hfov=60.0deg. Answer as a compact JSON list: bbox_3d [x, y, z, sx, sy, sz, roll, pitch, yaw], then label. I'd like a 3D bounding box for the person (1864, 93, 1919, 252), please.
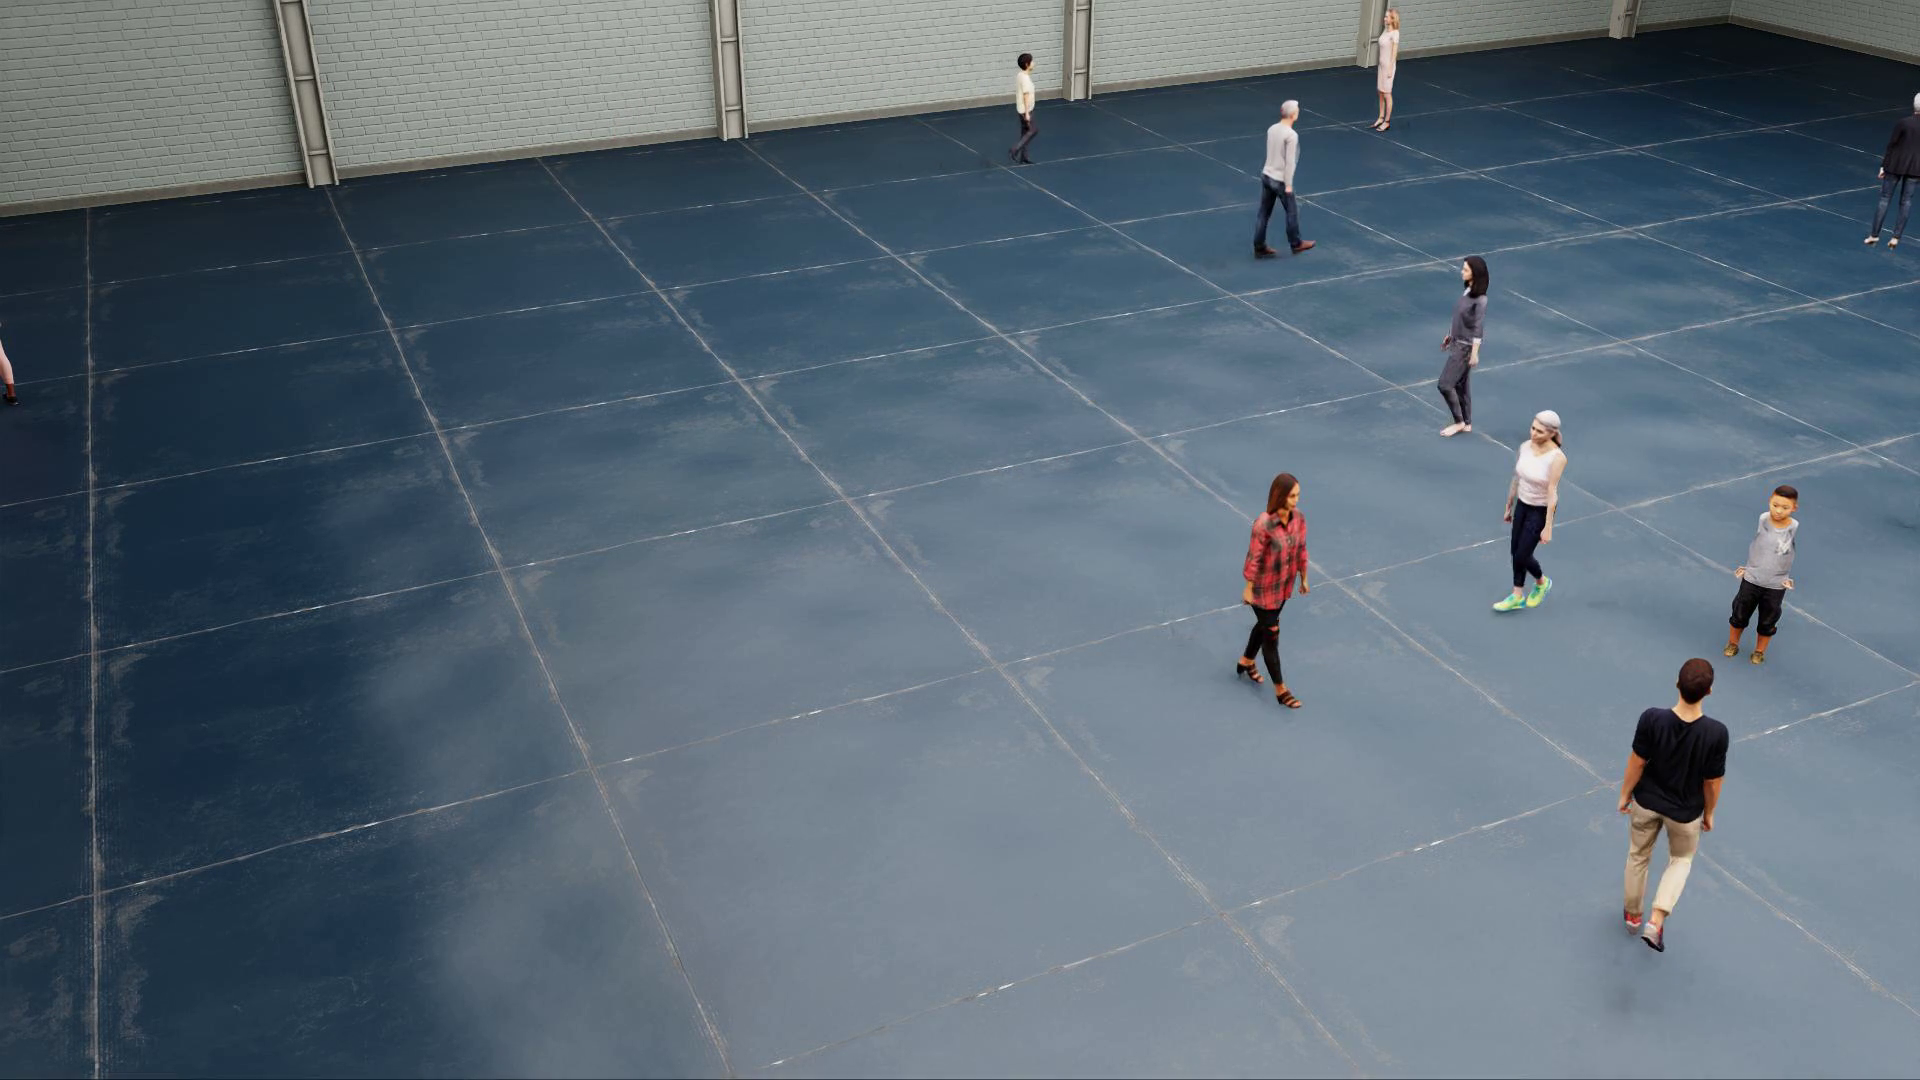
[{"bbox_3d":[10.515,-4.143,18.589,0.818,1.779,0.788,9,29,17],"label":"person"}]

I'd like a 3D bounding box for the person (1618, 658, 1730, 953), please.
[{"bbox_3d":[3.880,1.503,9.118,0.902,1.850,0.980,13,31,24],"label":"person"}]

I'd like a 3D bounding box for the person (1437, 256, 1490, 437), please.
[{"bbox_3d":[4.765,-1.774,15.381,0.774,1.747,0.730,2,28,4],"label":"person"}]

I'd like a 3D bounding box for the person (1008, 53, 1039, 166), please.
[{"bbox_3d":[0.872,-6.126,23.732,0.725,1.578,0.682,-4,28,-8],"label":"person"}]

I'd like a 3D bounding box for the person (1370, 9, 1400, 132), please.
[{"bbox_3d":[6.550,-7.200,25.483,0.586,1.829,0.627,-5,28,-9],"label":"person"}]

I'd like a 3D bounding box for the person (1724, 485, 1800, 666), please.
[{"bbox_3d":[5.814,0.210,11.969,0.632,1.452,0.662,15,32,26],"label":"person"}]

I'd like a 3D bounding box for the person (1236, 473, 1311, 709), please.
[{"bbox_3d":[2.126,0.294,11.578,0.905,1.671,0.799,-18,33,-30],"label":"person"}]

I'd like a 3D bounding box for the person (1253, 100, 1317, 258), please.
[{"bbox_3d":[3.758,-4.305,19.984,0.991,1.887,0.742,-13,31,-22],"label":"person"}]

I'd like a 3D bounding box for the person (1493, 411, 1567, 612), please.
[{"bbox_3d":[4.378,-0.205,12.492,0.687,1.692,0.636,-10,30,-17],"label":"person"}]
